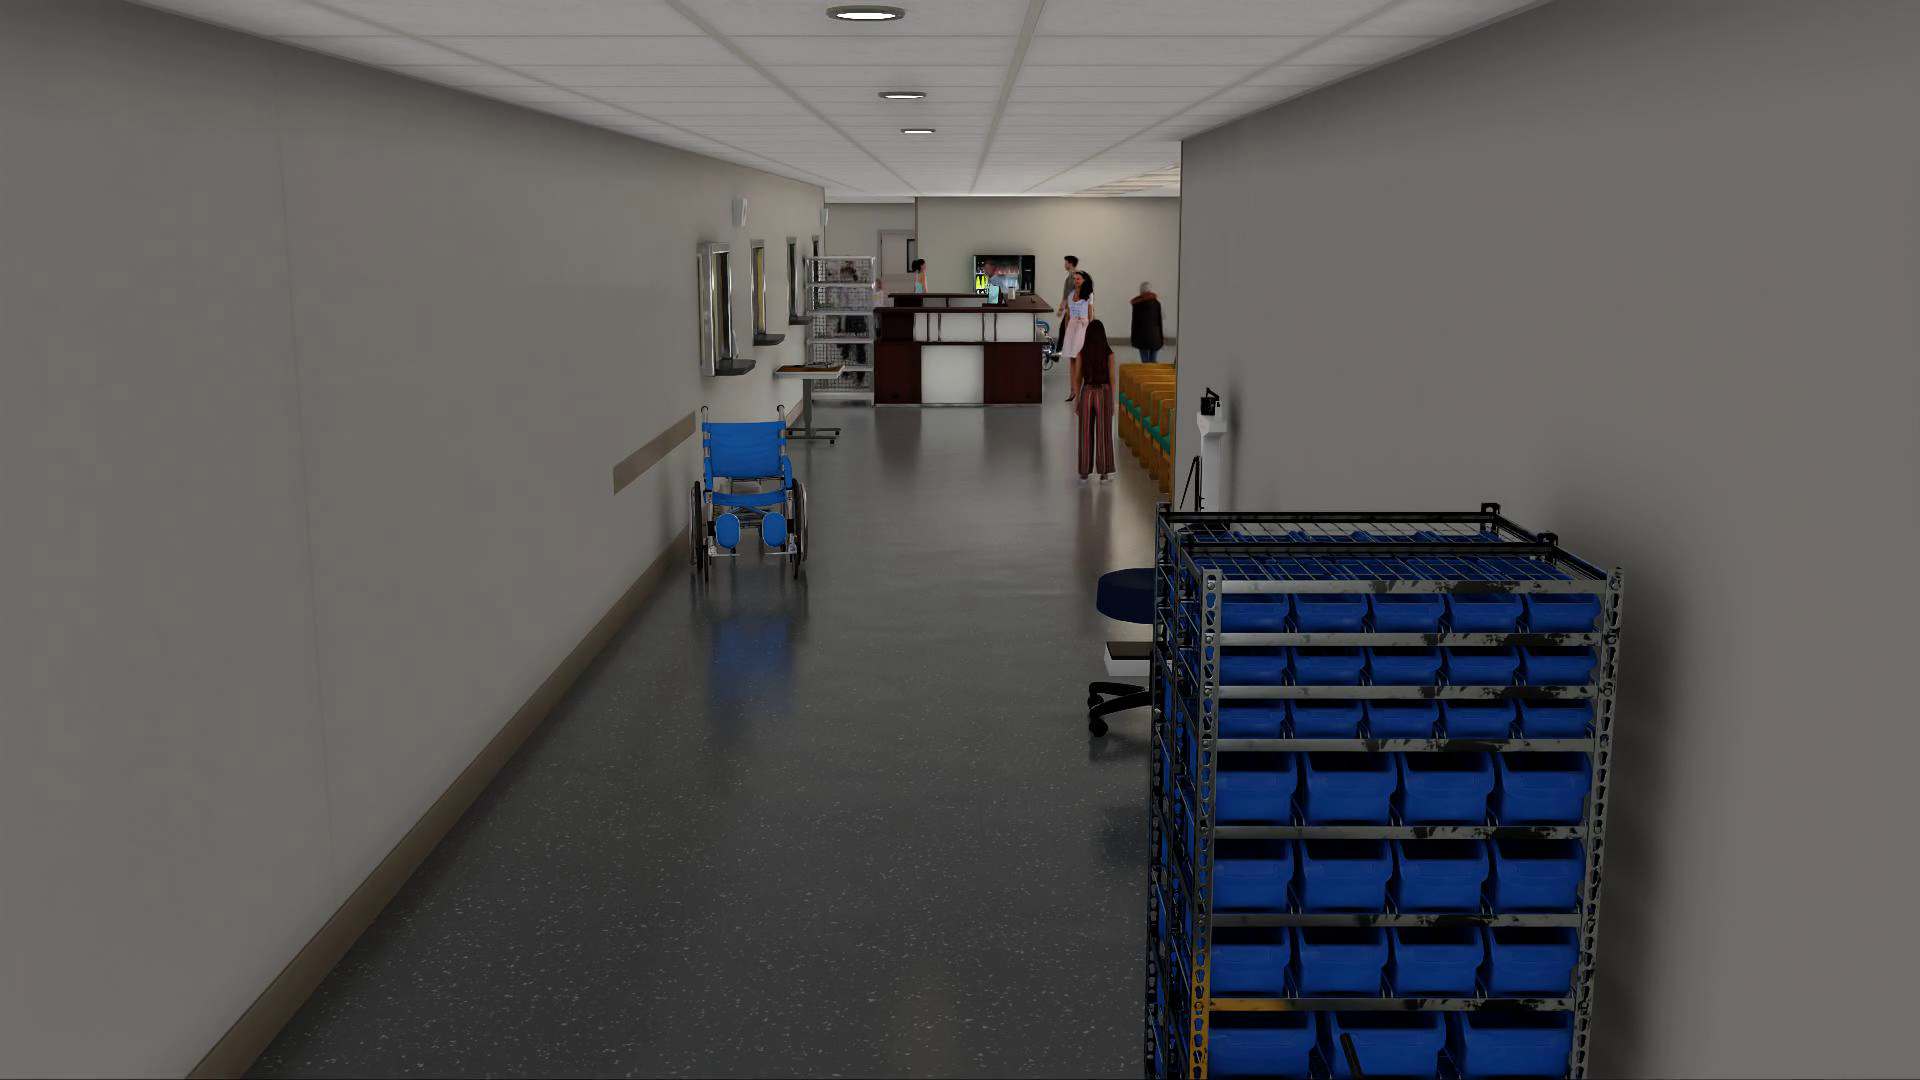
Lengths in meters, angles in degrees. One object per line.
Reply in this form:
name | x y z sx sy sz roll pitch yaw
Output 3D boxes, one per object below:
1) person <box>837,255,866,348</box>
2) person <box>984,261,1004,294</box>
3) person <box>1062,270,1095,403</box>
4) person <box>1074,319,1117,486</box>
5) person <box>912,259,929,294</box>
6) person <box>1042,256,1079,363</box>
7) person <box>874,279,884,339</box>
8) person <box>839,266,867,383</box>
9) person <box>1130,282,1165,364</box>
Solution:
person | -2.269 -4.721 33.084 1.197 1.807 0.960 -3 11 -18
person | 0.706 -3.952 29.080 1.244 1.788 0.914 -3 11 -17
person | 1.658 -2.818 23.025 0.841 1.818 0.911 7 13 33
person | 1.291 -1.323 15.844 0.534 1.558 0.686 3 11 14
person | -0.773 -4.719 33.188 0.727 1.765 0.699 -7 13 -31
person | 2.041 -3.971 28.988 1.244 1.861 0.808 2 11 10
person | -1.767 -5.033 36.164 0.556 1.271 0.636 5 12 26
person | -1.644 -3.353 25.947 1.126 1.780 1.061 -5 12 -24
person | 2.713 -2.887 23.917 0.568 1.621 0.742 -1 11 -4
